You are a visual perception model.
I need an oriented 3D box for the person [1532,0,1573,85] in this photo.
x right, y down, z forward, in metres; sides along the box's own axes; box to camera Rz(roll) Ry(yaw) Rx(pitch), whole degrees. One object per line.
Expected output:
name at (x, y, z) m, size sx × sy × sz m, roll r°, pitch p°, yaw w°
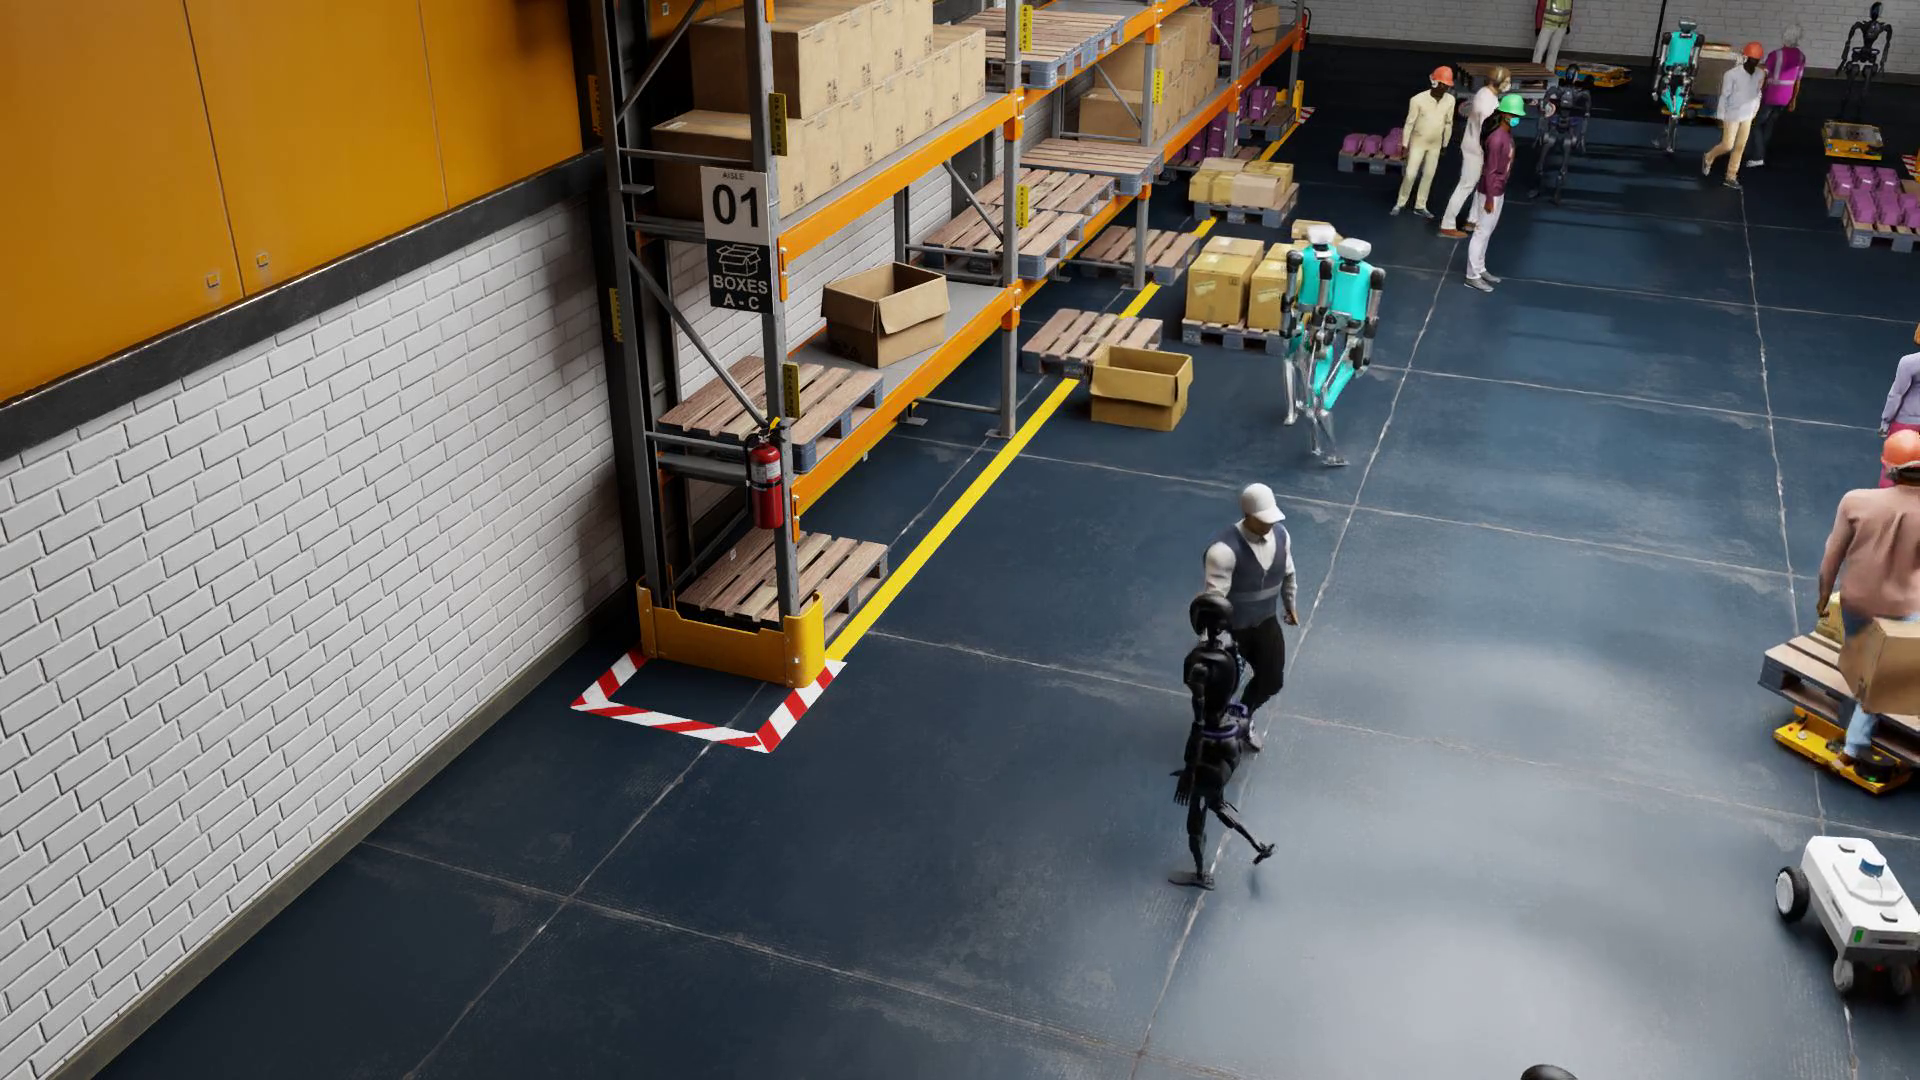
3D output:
person at (8.964, -7.771, 25.109) m, size 0.625 × 1.842 × 0.430 m, roll -8°, pitch 28°, yaw -16°

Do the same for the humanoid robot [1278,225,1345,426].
humanoid robot at (2.794, -1.797, 13.648) m, size 0.571 × 1.782 × 0.878 m, roll -4°, pitch 28°, yaw -8°

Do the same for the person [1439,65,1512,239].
person at (5.690, -4.232, 18.183) m, size 0.699 × 1.895 × 0.675 m, roll 7°, pitch 28°, yaw 13°

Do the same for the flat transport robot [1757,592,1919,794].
flat transport robot at (5.505, 1.050, 9.714) m, size 1.431 × 0.231 × 0.659 m, roll -15°, pitch 31°, yaw -27°

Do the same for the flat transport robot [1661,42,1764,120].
flat transport robot at (10.762, -6.104, 23.591) m, size 1.431 × 0.231 × 0.659 m, roll 15°, pitch 31°, yaw 27°

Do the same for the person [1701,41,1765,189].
person at (9.422, -5.175, 20.179) m, size 0.575 × 1.735 × 0.559 m, roll -8°, pitch 28°, yaw -15°

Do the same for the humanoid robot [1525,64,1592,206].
humanoid robot at (7.036, -4.755, 19.446) m, size 0.612 × 1.644 × 0.482 m, roll 11°, pitch 29°, yaw 21°

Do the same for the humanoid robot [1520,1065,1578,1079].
humanoid robot at (1.868, 2.384, 5.623) m, size 0.757 × 1.623 × 0.609 m, roll 13°, pitch 30°, yaw 24°

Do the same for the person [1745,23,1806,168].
person at (10.180, -5.548, 20.817) m, size 0.543 × 1.814 × 0.451 m, roll -4°, pitch 28°, yaw -7°

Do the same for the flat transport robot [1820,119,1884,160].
flat transport robot at (11.797, -5.296, 22.023) m, size 0.659 × 0.231 × 1.431 m, roll 11°, pitch 29°, yaw 19°

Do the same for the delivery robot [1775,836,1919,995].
delivery robot at (4.329, 1.761, 8.015) m, size 0.499 × 0.589 × 0.785 m, roll 2°, pitch 27°, yaw 5°

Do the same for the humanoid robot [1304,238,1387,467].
humanoid robot at (2.855, -1.387, 12.835) m, size 0.531 × 1.786 × 0.741 m, roll 18°, pitch 32°, yaw 31°

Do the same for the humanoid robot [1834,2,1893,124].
humanoid robot at (12.522, -6.615, 23.051) m, size 0.609 × 1.643 × 0.323 m, roll 12°, pitch 30°, yaw 22°

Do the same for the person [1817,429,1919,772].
person at (5.130, 0.366, 9.216) m, size 0.737 × 1.939 × 0.834 m, roll 15°, pitch 31°, yaw 26°

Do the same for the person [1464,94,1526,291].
person at (5.360, -3.506, 16.721) m, size 0.421 × 1.949 × 0.489 m, roll 16°, pitch 31°, yaw 28°

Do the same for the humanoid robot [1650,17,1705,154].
humanoid robot at (9.234, -5.760, 21.369) m, size 0.554 × 1.764 × 1.042 m, roll 1°, pitch 27°, yaw 3°

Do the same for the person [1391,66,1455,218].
person at (5.308, -4.521, 18.917) m, size 0.592 × 1.732 × 0.449 m, roll -6°, pitch 28°, yaw -12°

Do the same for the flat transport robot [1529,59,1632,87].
flat transport robot at (9.621, -7.266, 25.844) m, size 1.431 × 0.231 × 0.659 m, roll 24°, pitch 36°, yaw 38°

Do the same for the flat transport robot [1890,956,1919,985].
flat transport robot at (5.158, 2.126, 7.626) m, size 0.659 × 0.231 × 1.431 m, roll -22°, pitch 35°, yaw -36°

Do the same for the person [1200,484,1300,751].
person at (1.579, 0.467, 9.238) m, size 0.739 × 1.745 × 0.484 m, roll -11°, pitch 29°, yaw -20°

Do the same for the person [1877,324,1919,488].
person at (6.829, -0.845, 11.906) m, size 0.498 × 1.629 × 0.288 m, roll -3°, pitch 27°, yaw -5°

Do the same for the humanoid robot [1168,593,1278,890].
humanoid robot at (1.333, 1.043, 8.211) m, size 0.531 × 1.639 × 0.590 m, roll 11°, pitch 29°, yaw 21°
